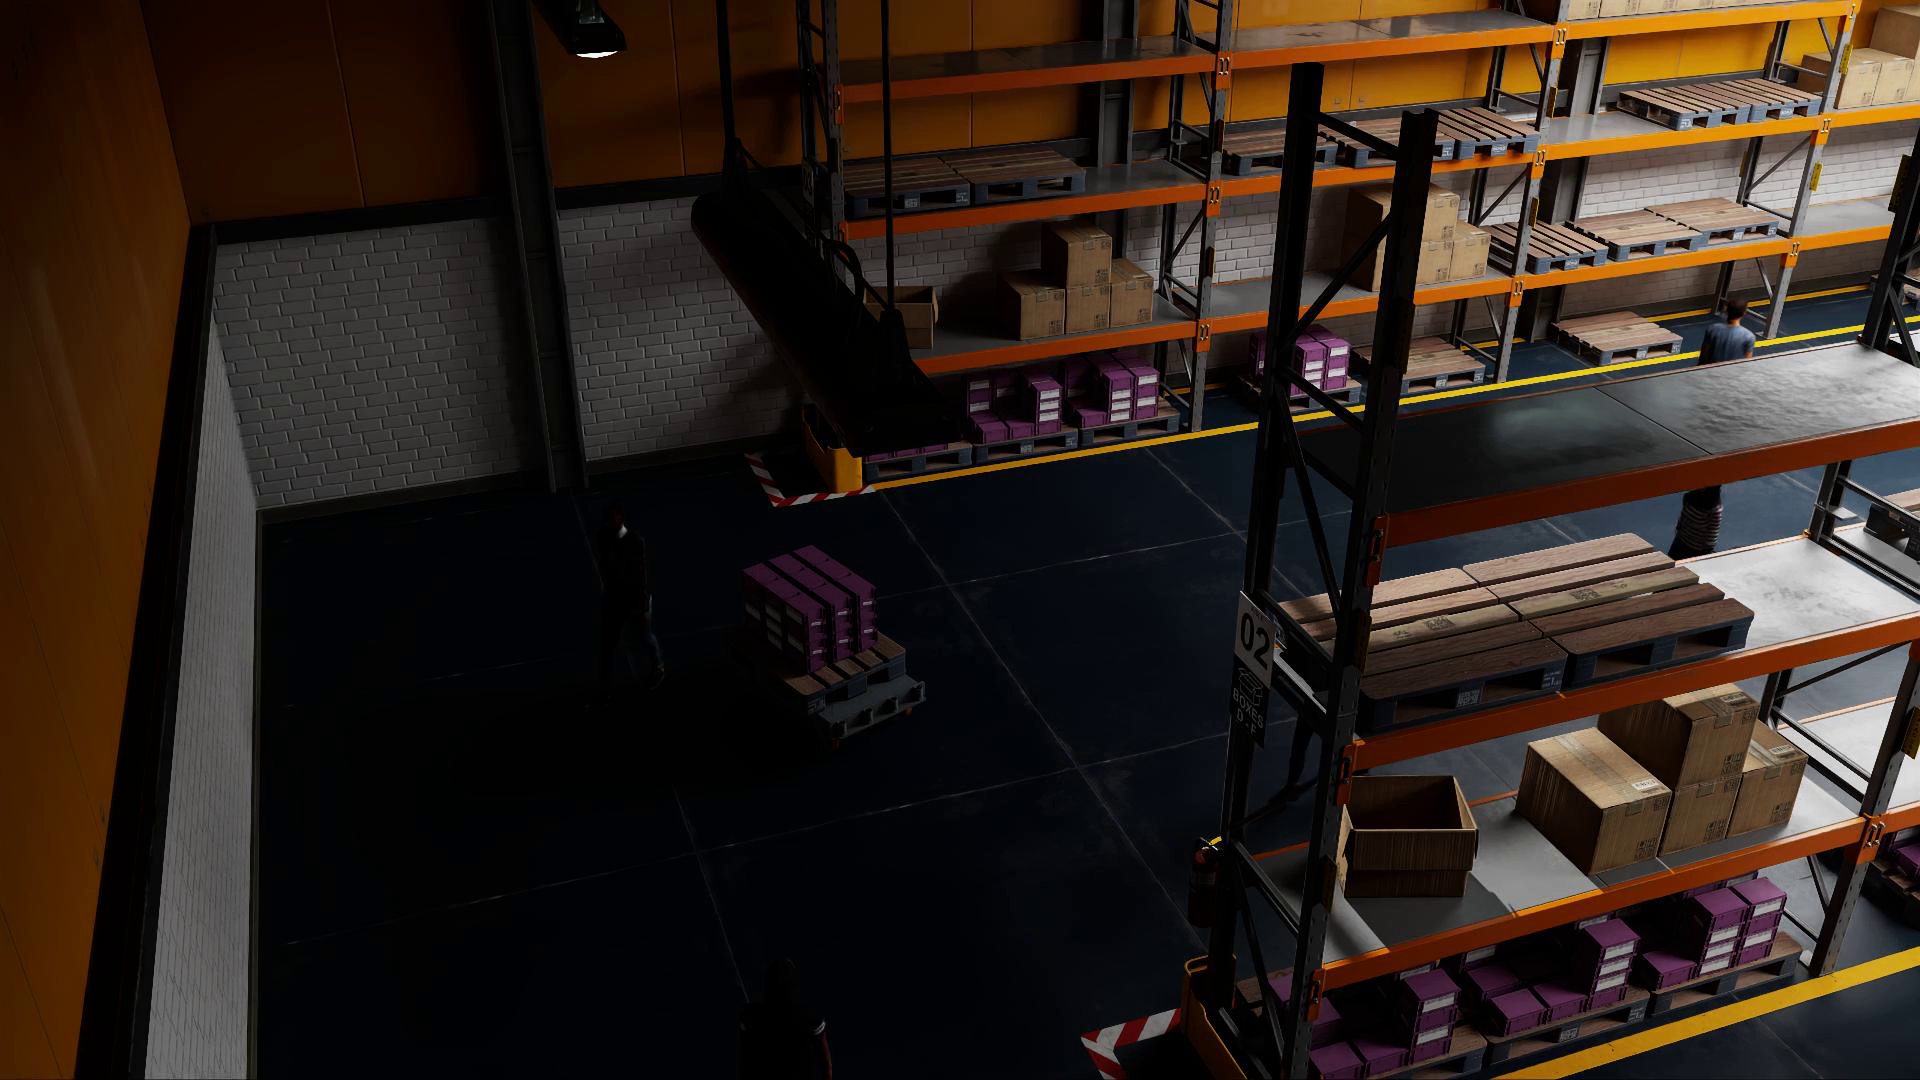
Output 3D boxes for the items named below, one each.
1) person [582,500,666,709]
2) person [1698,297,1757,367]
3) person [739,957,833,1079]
[{"bbox_3d":[-2.623,0.460,13.441,1.124,1.782,1.177,12,31,21],"label":"person"},{"bbox_3d":[7.910,-1.663,17.305,0.727,1.810,0.744,18,33,30],"label":"person"},{"bbox_3d":[-0.954,2.978,8.894,0.762,1.716,0.833,2,29,5],"label":"person"}]
